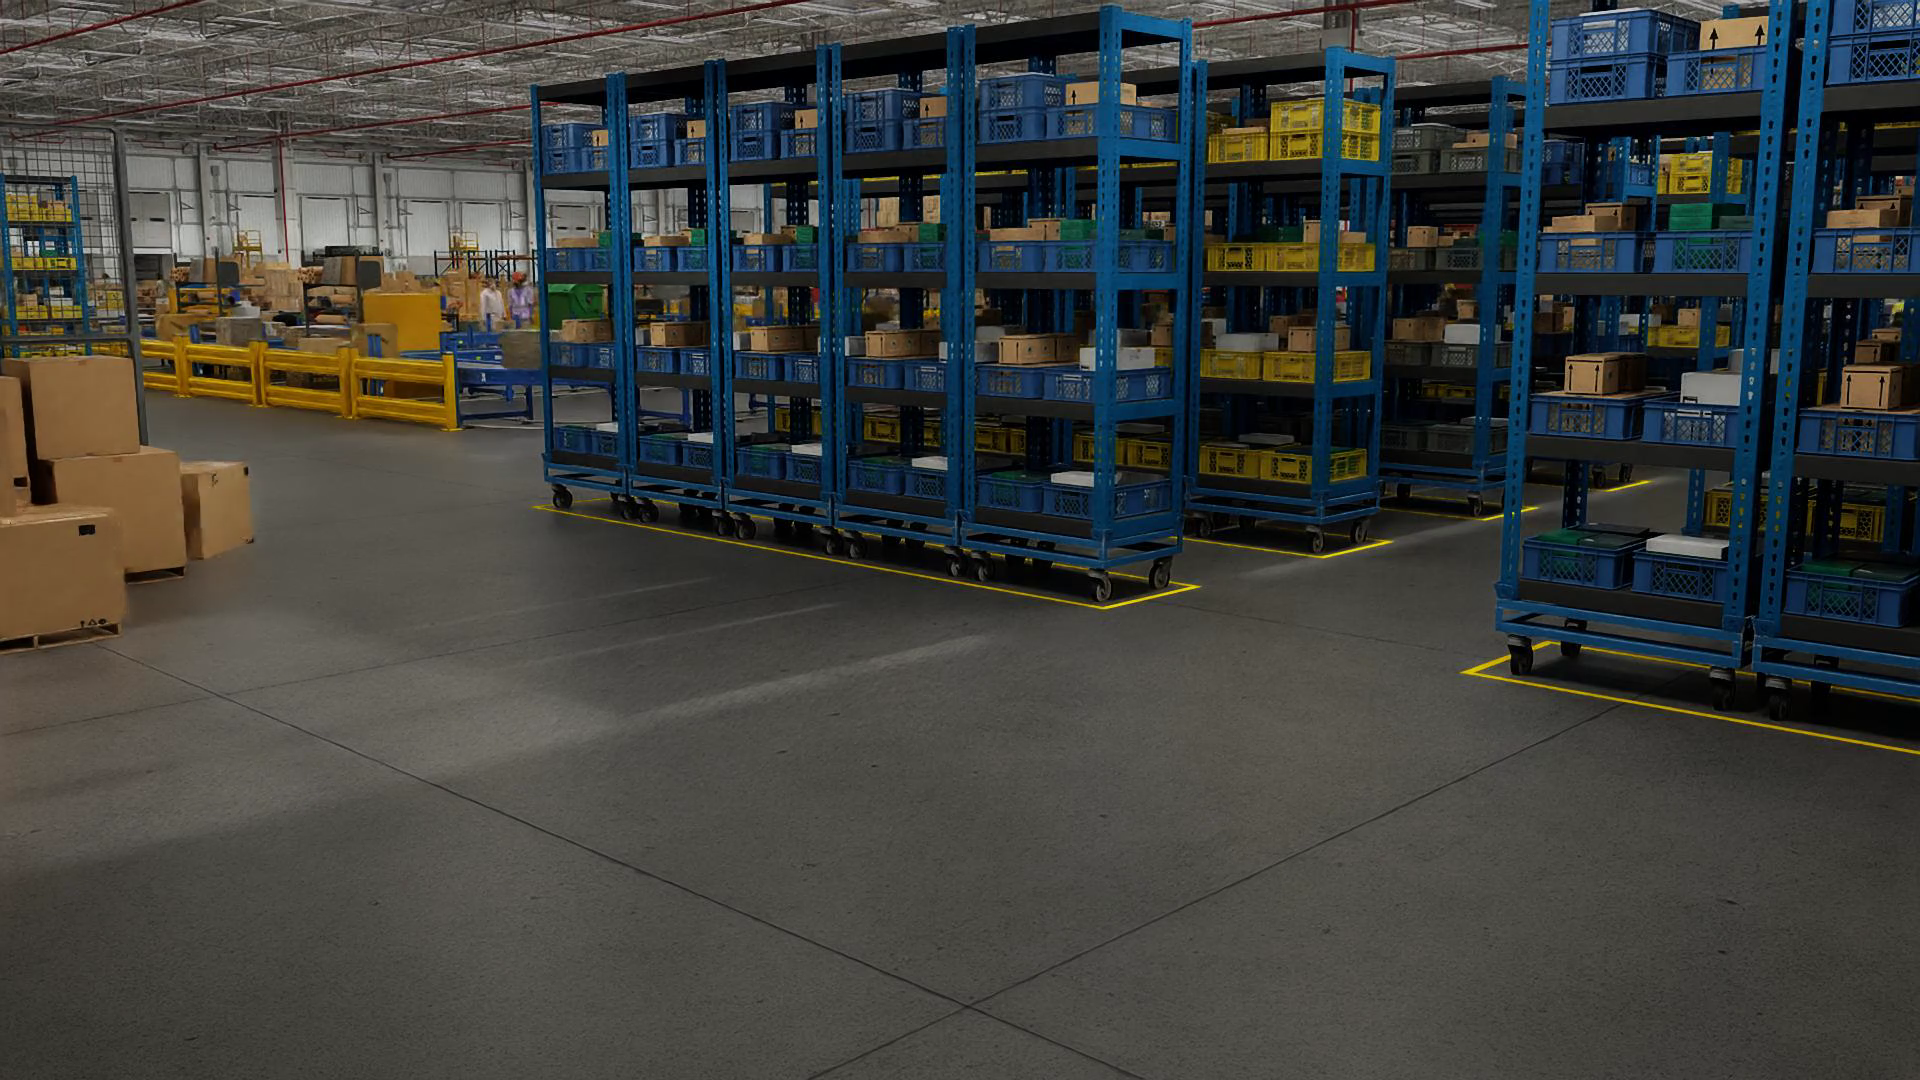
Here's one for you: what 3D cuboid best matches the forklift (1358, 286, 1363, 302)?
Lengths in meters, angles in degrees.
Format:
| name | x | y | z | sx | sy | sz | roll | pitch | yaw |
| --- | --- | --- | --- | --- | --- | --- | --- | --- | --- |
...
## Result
| name | x | y | z | sx | sy | sz | roll | pitch | yaw |
| --- | --- | --- | --- | --- | --- | --- | --- | --- | --- |
| forklift | 11.100 | -7.017 | 46.970 | 1.873 | 2.768 | 1.129 | 9 | 13 | 43 |

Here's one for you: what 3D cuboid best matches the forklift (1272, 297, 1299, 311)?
| name | x | y | z | sx | sy | sz | roll | pitch | yaw |
| --- | --- | --- | --- | --- | --- | --- | --- | --- | --- |
| forklift | 10.603 | -7.736 | 51.374 | 1.873 | 2.768 | 1.129 | 9 | 13 | 43 |

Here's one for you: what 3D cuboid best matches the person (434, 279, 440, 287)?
| name | x | y | z | sx | sy | sz | roll | pitch | yaw |
| --- | --- | --- | --- | --- | --- | --- | --- | --- | --- |
| person | -19.217 | -8.721 | 61.000 | 0.947 | 1.717 | 0.522 | -7 | 12 | -38 |

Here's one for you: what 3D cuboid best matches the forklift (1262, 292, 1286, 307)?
| name | x | y | z | sx | sy | sz | roll | pitch | yaw |
| --- | --- | --- | --- | --- | --- | --- | --- | --- | --- |
| forklift | 10.769 | -8.203 | 54.240 | 1.129 | 2.768 | 1.873 | 8 | 12 | 42 |

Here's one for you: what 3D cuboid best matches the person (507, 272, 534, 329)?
| name | x | y | z | sx | sy | sz | roll | pitch | yaw |
| --- | --- | --- | --- | --- | --- | --- | --- | --- | --- |
| person | -10.010 | -5.093 | 37.919 | 0.620 | 1.986 | 1.039 | 0 | 9 | 0 |

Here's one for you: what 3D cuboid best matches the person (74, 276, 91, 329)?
| name | x | y | z | sx | sy | sz | roll | pitch | yaw |
| --- | --- | --- | --- | --- | --- | --- | --- | --- | --- |
| person | -29.124 | -7.879 | 55.124 | 0.606 | 1.939 | 0.722 | -7 | 12 | -37 |

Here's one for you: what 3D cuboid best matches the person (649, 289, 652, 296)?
| name | x | y | z | sx | sy | sz | roll | pitch | yaw |
| --- | --- | --- | --- | --- | --- | --- | --- | --- | --- |
| person | -15.582 | -12.634 | 84.341 | 0.678 | 1.918 | 0.633 | 8 | 12 | 41 |

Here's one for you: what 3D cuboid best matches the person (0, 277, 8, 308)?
| name | x | y | z | sx | sy | sz | roll | pitch | yaw |
| --- | --- | --- | --- | --- | --- | --- | --- | --- | --- |
| person | -30.965 | -7.620 | 53.647 | 0.662 | 1.896 | 0.616 | -5 | 10 | -27 |

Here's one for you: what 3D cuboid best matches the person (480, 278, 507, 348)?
| name | x | y | z | sx | sy | sz | roll | pitch | yaw |
| --- | --- | --- | --- | --- | --- | --- | --- | --- | --- |
| person | -11.370 | -5.421 | 40.337 | 0.913 | 1.870 | 0.666 | 4 | 10 | 25 |

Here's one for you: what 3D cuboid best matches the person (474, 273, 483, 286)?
| name | x | y | z | sx | sy | sz | roll | pitch | yaw |
| --- | --- | --- | --- | --- | --- | --- | --- | --- | --- |
| person | -17.226 | -8.583 | 59.478 | 0.421 | 1.927 | 0.564 | -6 | 11 | -32 |

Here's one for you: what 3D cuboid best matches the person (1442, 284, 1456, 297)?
| name | x | y | z | sx | sy | sz | roll | pitch | yaw |
| --- | --- | --- | --- | --- | --- | --- | --- | --- | --- |
| person | 12.521 | -5.791 | 42.907 | 0.461 | 1.737 | 0.568 | 3 | 10 | 18 |

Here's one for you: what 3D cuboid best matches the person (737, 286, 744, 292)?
| name | x | y | z | sx | sy | sz | roll | pitch | yaw |
| --- | --- | --- | --- | --- | --- | --- | --- | --- | --- |
| person | -11.059 | -12.626 | 84.289 | 0.634 | 1.922 | 0.473 | 7 | 12 | 36 |

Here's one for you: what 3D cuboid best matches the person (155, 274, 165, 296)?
| name | x | y | z | sx | sy | sz | roll | pitch | yaw |
| --- | --- | --- | --- | --- | --- | --- | --- | --- | --- |
| person | -37.279 | -11.439 | 77.253 | 0.819 | 1.838 | 0.545 | 0 | 9 | -1 |

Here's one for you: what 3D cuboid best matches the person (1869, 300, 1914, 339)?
| name | x | y | z | sx | sy | sz | roll | pitch | yaw |
| --- | --- | --- | --- | --- | --- | --- | --- | --- | --- |
| person | 8.879 | -1.389 | 15.853 | 0.656 | 1.779 | 0.794 | 2 | 10 | 13 |

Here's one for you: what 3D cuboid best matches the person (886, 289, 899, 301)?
| name | x | y | z | sx | sy | sz | roll | pitch | yaw |
| --- | --- | --- | --- | --- | --- | --- | --- | --- | --- |
| person | -2.350 | -8.434 | 58.577 | 0.403 | 1.923 | 0.578 | 9 | 13 | 43 |

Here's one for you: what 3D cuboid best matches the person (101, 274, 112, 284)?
| name | x | y | z | sx | sy | sz | roll | pitch | yaw |
| --- | --- | --- | --- | --- | --- | --- | --- | --- | --- |
| person | -43.316 | -12.637 | 84.678 | 0.652 | 1.809 | 0.771 | 4 | 10 | 25 |

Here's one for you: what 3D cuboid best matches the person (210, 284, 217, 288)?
| name | x | y | z | sx | sy | sz | roll | pitch | yaw |
| --- | --- | --- | --- | --- | --- | --- | --- | --- | --- |
| person | -39.957 | -13.413 | 89.289 | 1.029 | 1.866 | 0.609 | 7 | 12 | 38 |

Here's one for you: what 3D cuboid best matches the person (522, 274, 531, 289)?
| name | x | y | z | sx | sy | sz | roll | pitch | yaw |
| --- | --- | --- | --- | --- | --- | --- | --- | --- | --- |
| person | -17.512 | -9.781 | 67.005 | 0.538 | 1.869 | 0.313 | -6 | 11 | -33 |
